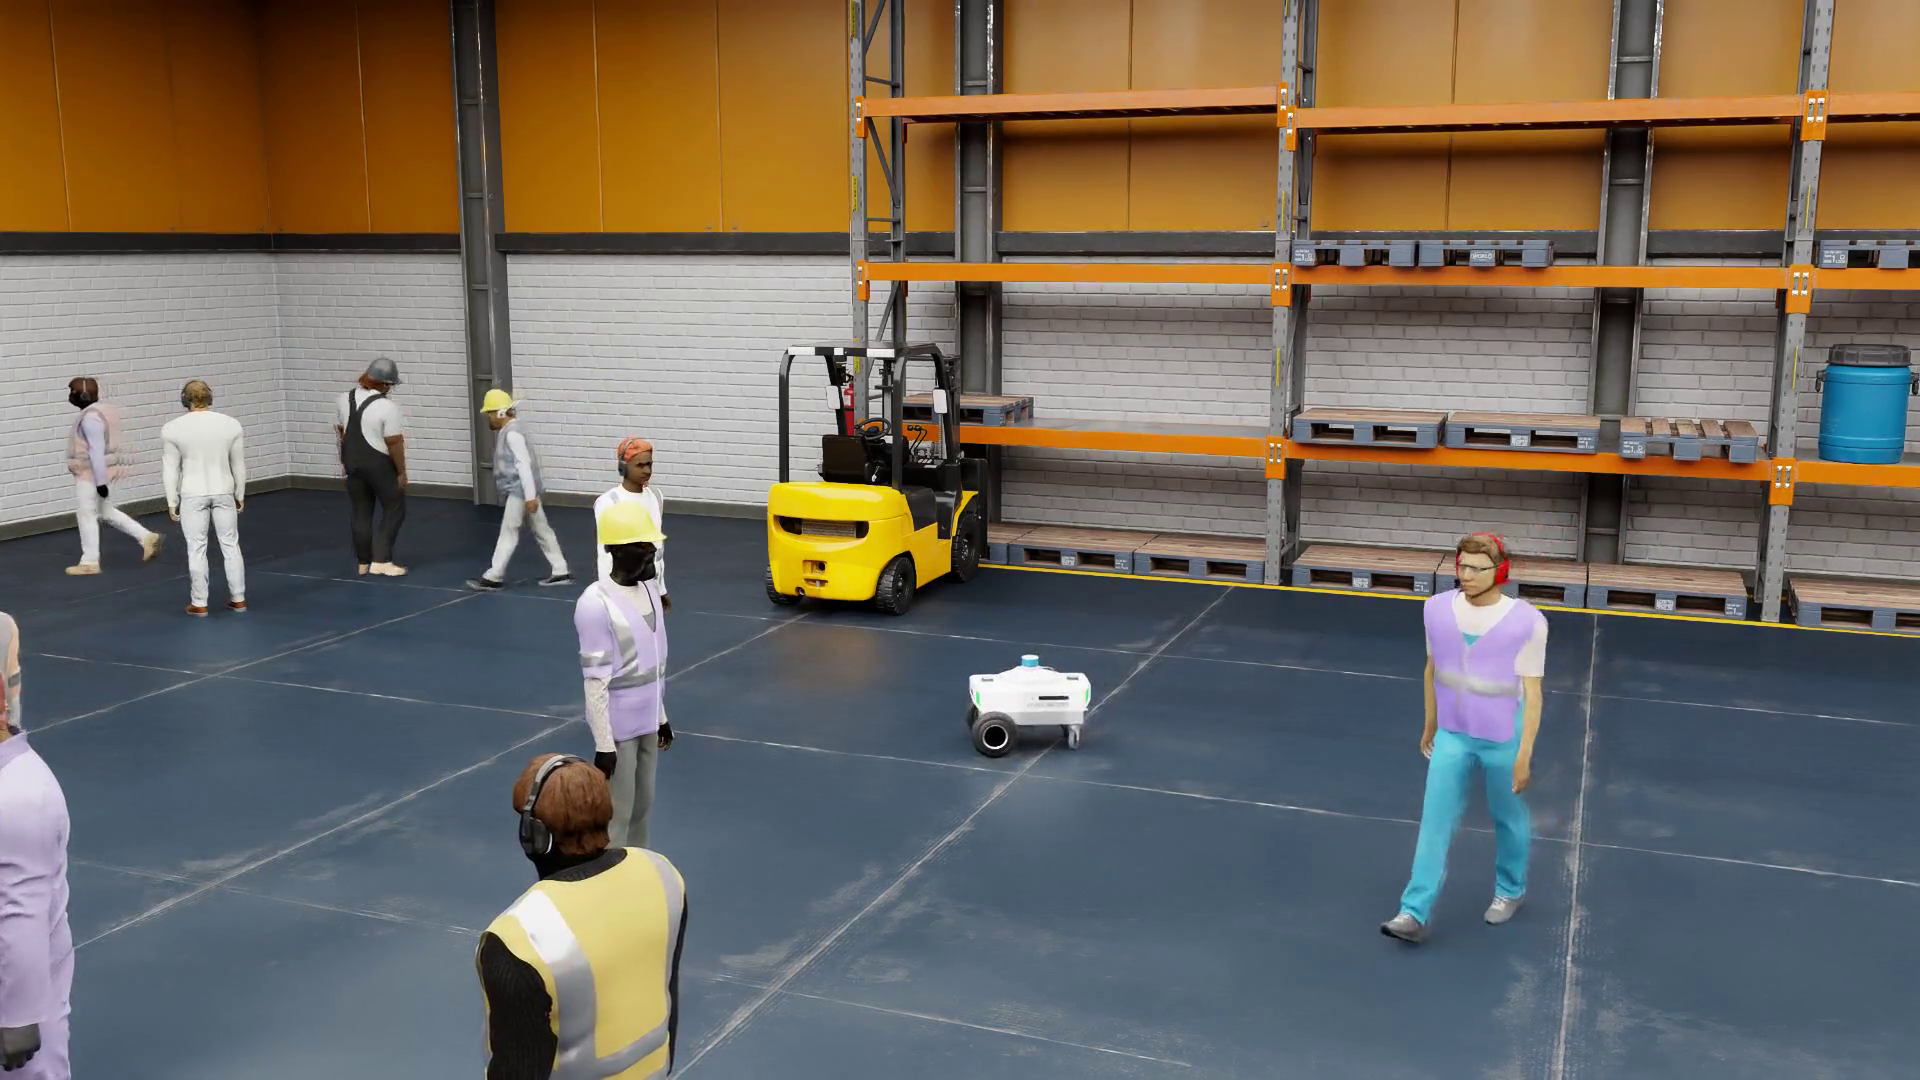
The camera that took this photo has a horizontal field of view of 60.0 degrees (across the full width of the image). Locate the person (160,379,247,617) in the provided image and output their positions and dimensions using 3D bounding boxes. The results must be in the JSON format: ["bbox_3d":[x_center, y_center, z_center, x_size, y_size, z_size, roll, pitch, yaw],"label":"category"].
[{"bbox_3d":[-6.139,-0.344,13.565,0.625,1.929,0.375,-8,13,-36],"label":"person"}]

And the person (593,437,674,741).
[{"bbox_3d":[-1.948,0.322,9.964,0.337,1.882,0.584,5,11,25],"label":"person"}]

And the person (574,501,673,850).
[{"bbox_3d":[-1.435,0.785,7.257,0.360,1.930,0.589,3,11,15],"label":"person"}]

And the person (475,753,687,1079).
[{"bbox_3d":[-0.923,1.409,4.025,0.429,1.841,0.633,5,12,28],"label":"person"}]

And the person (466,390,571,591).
[{"bbox_3d":[-3.866,-0.434,14.547,0.898,1.763,0.615,-2,10,-13],"label":"person"}]

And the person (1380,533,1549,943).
[{"bbox_3d":[2.212,0.859,7.206,0.618,1.793,0.964,9,14,42],"label":"person"}]

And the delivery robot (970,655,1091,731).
[{"bbox_3d":[0.423,0.935,9.989,0.707,0.478,0.477,-1,10,-4],"label":"delivery robot"}]

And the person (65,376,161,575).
[{"bbox_3d":[-7.837,-0.599,15.257,0.724,1.825,0.617,-3,11,-16],"label":"person"}]

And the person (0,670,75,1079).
[{"bbox_3d":[-2.754,1.253,4.752,0.403,1.900,0.647,-9,14,-41],"label":"person"}]

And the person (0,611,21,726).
[{"bbox_3d":[-3.987,0.913,6.570,0.384,1.923,0.600,5,11,27],"label":"person"}]

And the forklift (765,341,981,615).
[{"bbox_3d":[-0.739,-0.602,14.246,1.214,2.155,2.313,4,11,21],"label":"forklift"}]

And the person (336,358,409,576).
[{"bbox_3d":[-5.303,-0.686,15.143,0.751,2.000,0.534,5,11,26],"label":"person"}]
